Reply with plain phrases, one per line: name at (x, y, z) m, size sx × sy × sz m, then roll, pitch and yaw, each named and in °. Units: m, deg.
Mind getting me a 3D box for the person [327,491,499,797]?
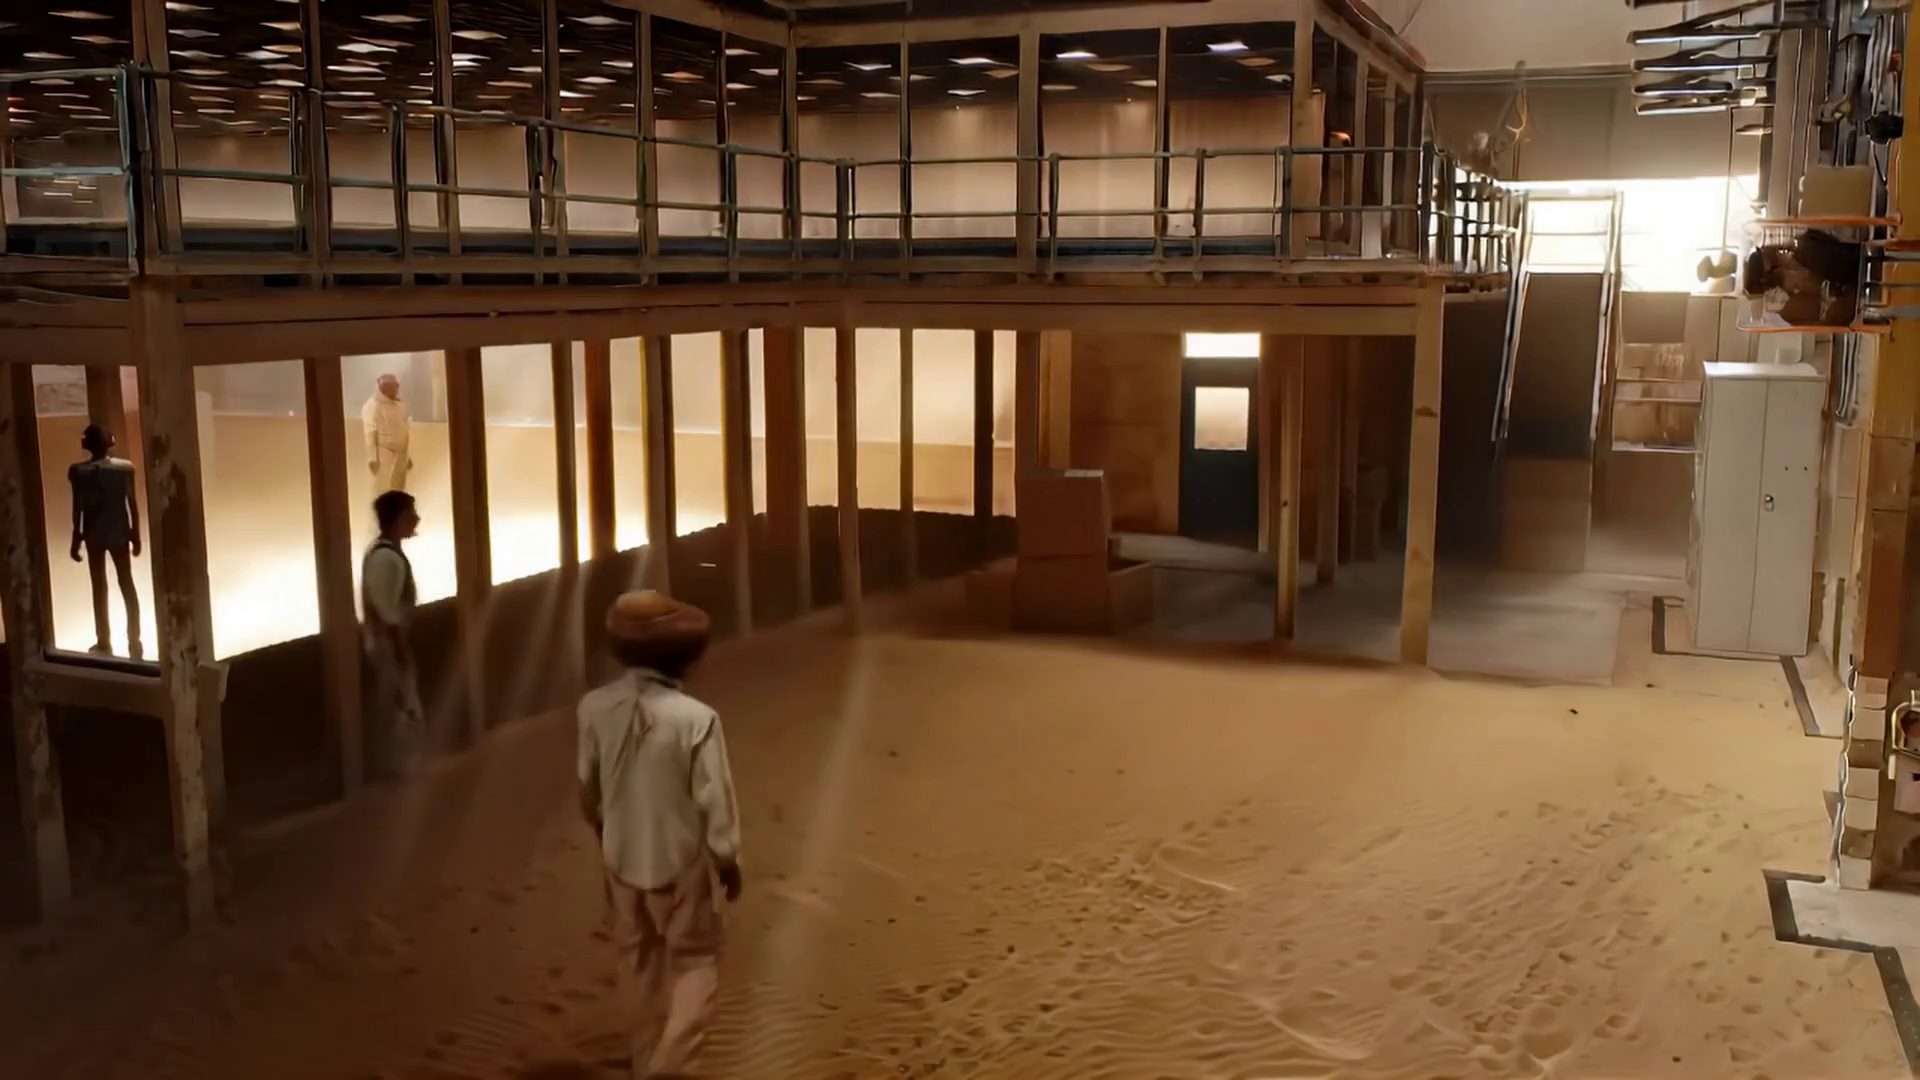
person at (-3.257, 0.606, 9.691) m, size 0.991 × 1.788 × 0.529 m, roll -3°, pitch 10°, yaw -19°
